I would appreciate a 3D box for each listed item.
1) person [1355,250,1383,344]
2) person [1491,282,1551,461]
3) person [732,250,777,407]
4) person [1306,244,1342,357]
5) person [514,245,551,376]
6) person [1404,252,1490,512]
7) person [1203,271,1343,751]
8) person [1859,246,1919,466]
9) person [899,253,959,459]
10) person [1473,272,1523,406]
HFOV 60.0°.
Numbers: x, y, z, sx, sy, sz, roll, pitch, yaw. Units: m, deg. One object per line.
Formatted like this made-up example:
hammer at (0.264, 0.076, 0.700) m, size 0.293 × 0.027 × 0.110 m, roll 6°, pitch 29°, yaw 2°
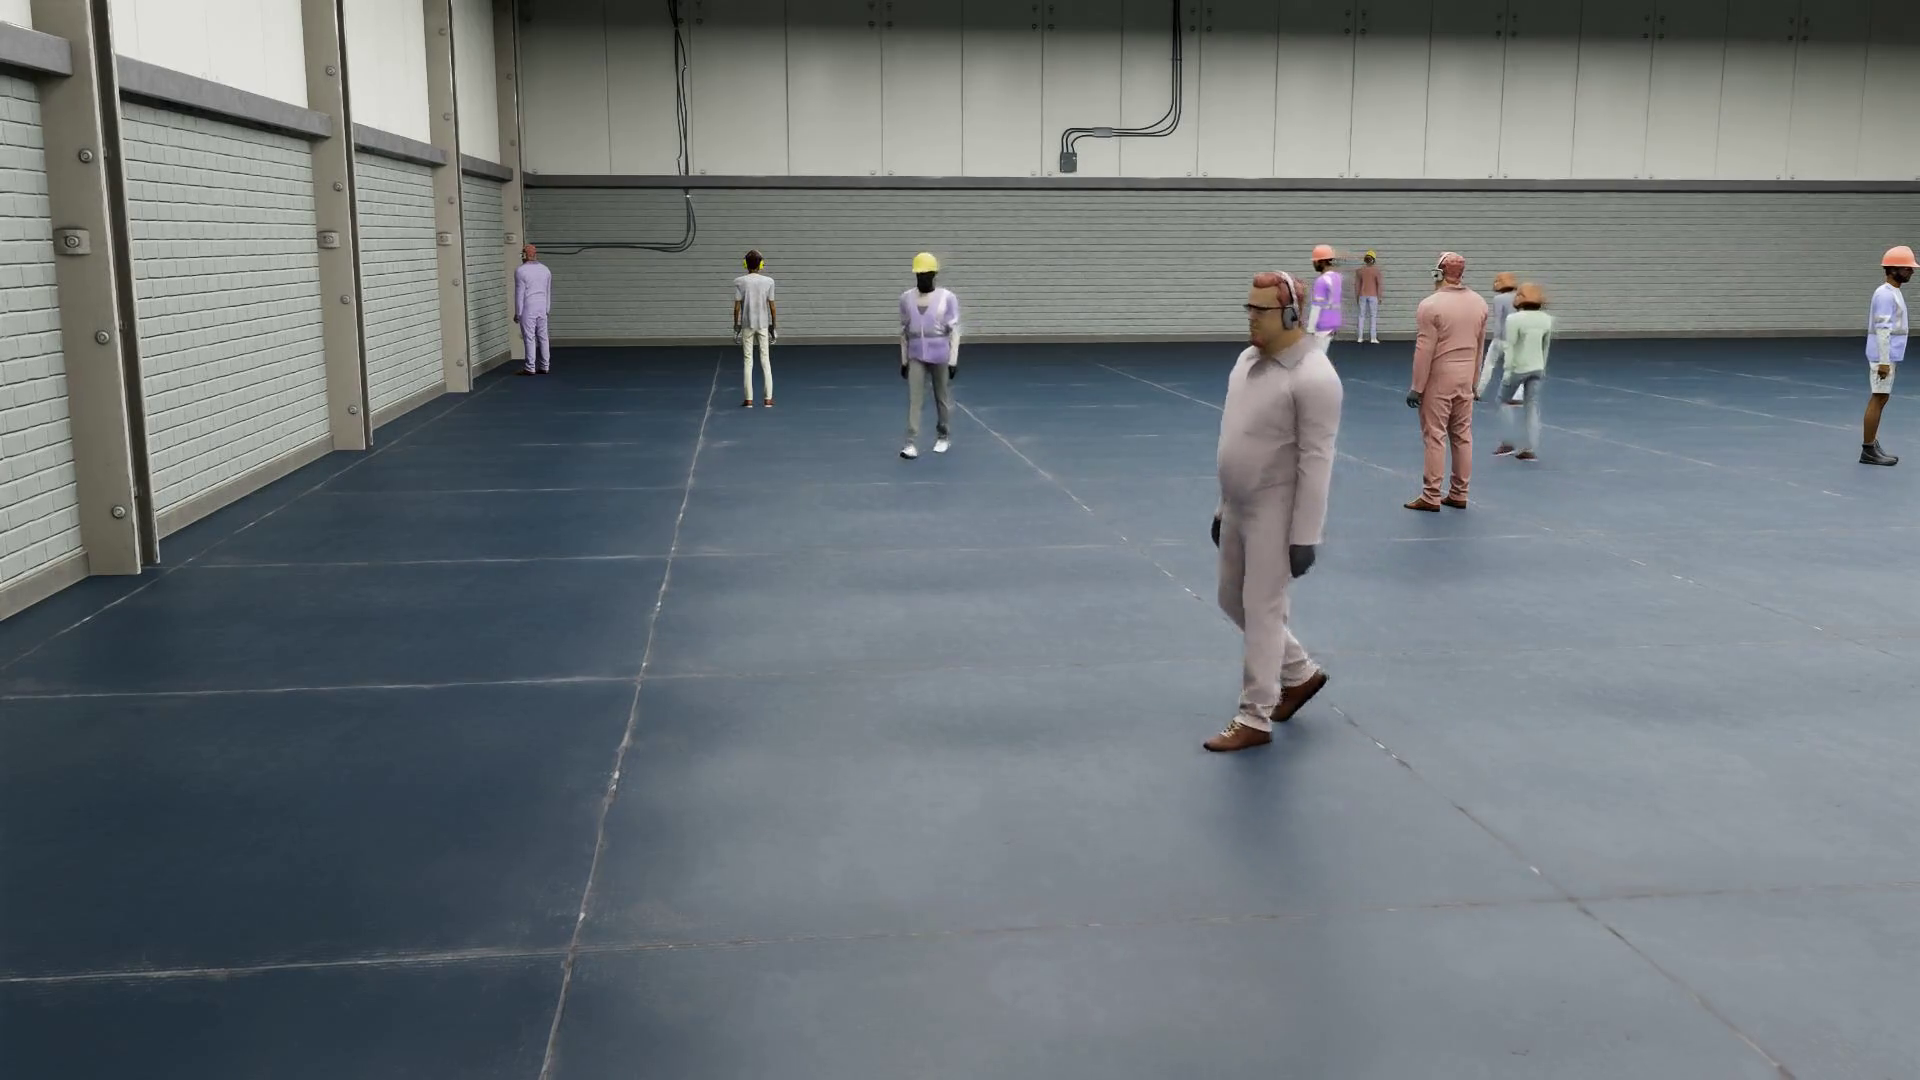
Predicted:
person at (7.774, -4.614, 31.636) m, size 0.522 × 1.763 × 0.319 m, roll 6°, pitch 12°, yaw 30°
person at (5.088, -1.528, 15.125) m, size 0.528 × 1.610 × 0.542 m, roll -4°, pitch 11°, yaw -21°
person at (-2.445, -2.511, 19.809) m, size 0.532 × 1.869 × 0.311 m, roll -2°, pitch 11°, yaw -13°
person at (4.341, -2.580, 20.020) m, size 0.435 × 1.924 × 0.581 m, roll 7°, pitch 12°, yaw 33°
person at (-6.285, -3.362, 24.370) m, size 0.409 × 1.909 × 0.640 m, roll 7°, pitch 12°, yaw 33°
person at (3.573, -1.162, 12.310) m, size 0.638 × 1.910 × 0.407 m, roll -5°, pitch 12°, yaw -27°
person at (1.244, -0.119, 6.649) m, size 0.583 × 1.905 × 0.676 m, roll -3°, pitch 11°, yaw -18°
person at (8.277, -1.636, 14.822) m, size 0.356 × 1.937 × 0.552 m, roll 7°, pitch 12°, yaw 33°
person at (-0.299, -1.699, 15.340) m, size 0.604 × 1.871 × 0.980 m, roll 3°, pitch 11°, yaw 18°
person at (6.489, -2.420, 20.058) m, size 0.535 × 1.591 × 0.823 m, roll -8°, pitch 13°, yaw -36°
